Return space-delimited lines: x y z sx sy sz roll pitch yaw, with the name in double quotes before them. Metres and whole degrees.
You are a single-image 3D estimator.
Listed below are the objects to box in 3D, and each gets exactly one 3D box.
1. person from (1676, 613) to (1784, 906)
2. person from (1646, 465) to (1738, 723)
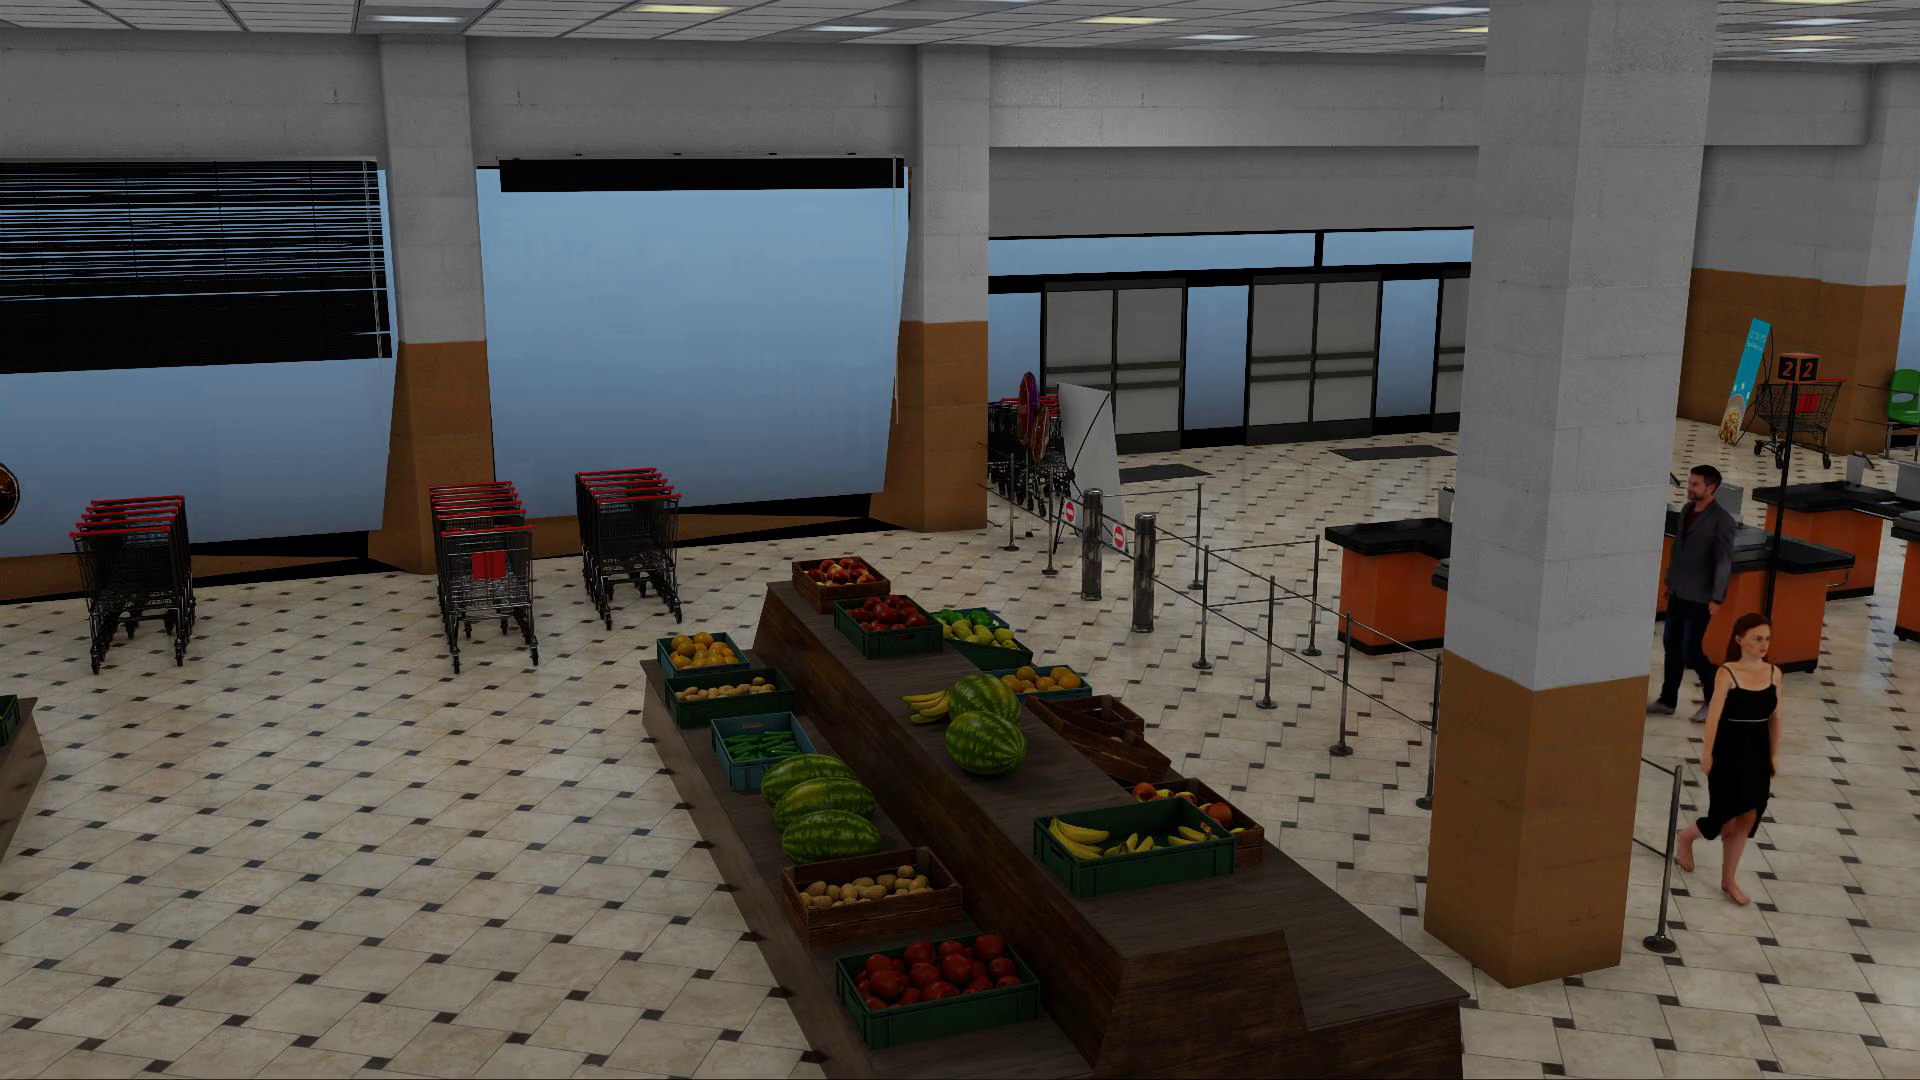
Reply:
"person" 4.241 1.165 9.160 0.634 1.618 0.803 -3 14 -10
"person" 5.281 0.376 11.887 0.825 1.866 0.759 -3 14 -11
